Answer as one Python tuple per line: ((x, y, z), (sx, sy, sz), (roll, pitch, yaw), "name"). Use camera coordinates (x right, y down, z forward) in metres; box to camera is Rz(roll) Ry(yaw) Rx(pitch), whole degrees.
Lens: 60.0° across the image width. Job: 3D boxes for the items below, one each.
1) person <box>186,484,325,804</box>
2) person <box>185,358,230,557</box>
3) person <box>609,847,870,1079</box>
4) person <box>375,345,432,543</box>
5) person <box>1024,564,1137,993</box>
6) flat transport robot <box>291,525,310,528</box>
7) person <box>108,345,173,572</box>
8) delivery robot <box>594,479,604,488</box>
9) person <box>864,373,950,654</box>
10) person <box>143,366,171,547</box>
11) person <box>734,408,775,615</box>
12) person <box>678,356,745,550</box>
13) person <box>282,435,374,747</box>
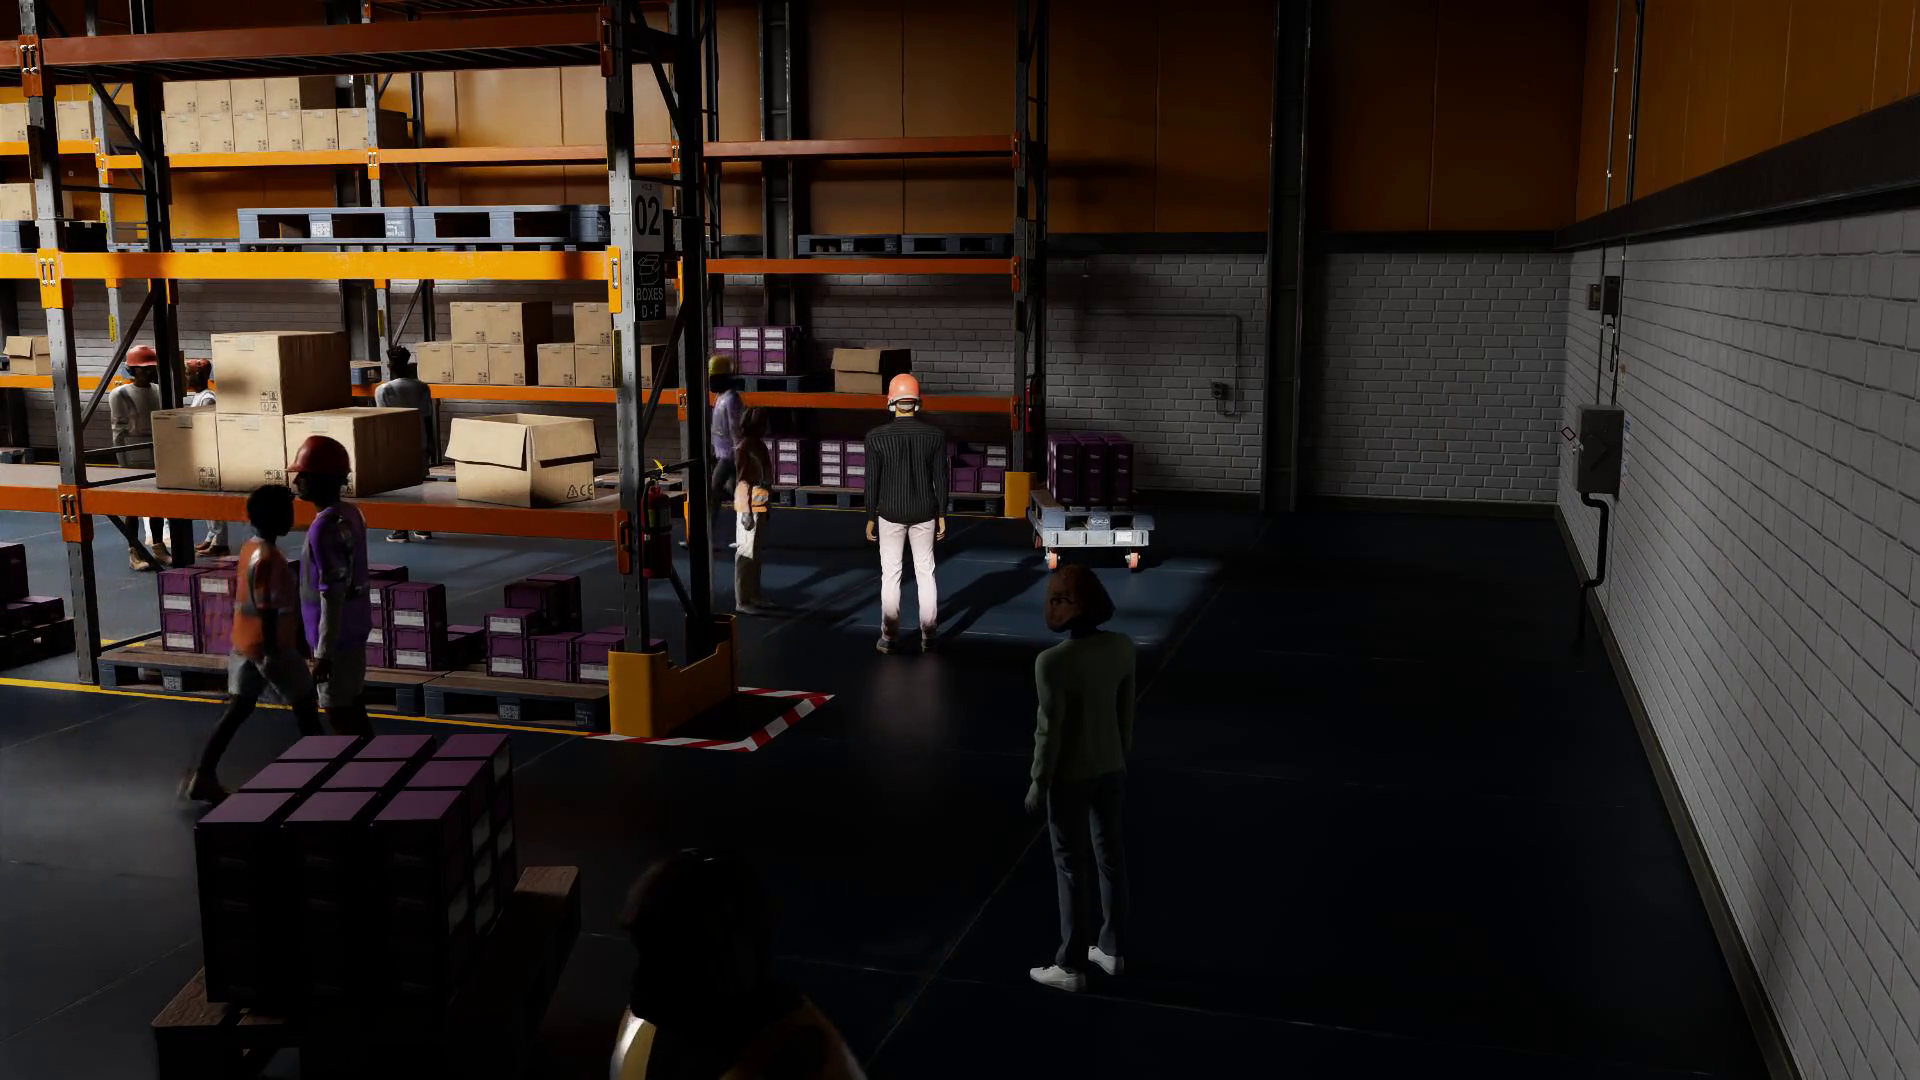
((-3.564, 0.533, 8.522), (0.907, 1.642, 0.535), (-7, 11, -36), "person")
((-7.163, -0.779, 15.799), (0.356, 1.882, 0.573), (-6, 11, -31), "person")
((-0.373, 1.388, 2.764), (0.431, 1.836, 0.632), (-7, 12, -38), "person")
((-5.546, -0.954, 16.606), (0.368, 1.967, 0.600), (8, 12, 40), "person")
((0.460, 0.898, 6.327), (0.499, 1.633, 0.281), (-8, 12, -39), "person")
((-6.501, -0.303, 17.791), (1.431, 0.197, 0.652), (-3, 10, -19), "flat transport robot")
((-7.364, -0.745, 15.095), (0.391, 2.045, 0.608), (5, 11, 28), "person")
((-4.110, -0.520, 17.956), (0.477, 0.478, 0.707), (1, 9, 7), "delivery robot")
((-0.380, -0.181, 11.802), (0.612, 1.997, 0.375), (-2, 9, -11), "person")
((-7.882, -0.847, 16.332), (0.429, 1.842, 0.634), (-8, 12, -41), "person")
((-1.640, -0.233, 13.205), (0.310, 1.638, 0.523), (2, 10, 11), "person")
((-2.362, -0.825, 16.082), (0.913, 1.885, 0.596), (-2, 10, -13), "person")
((-3.046, 0.459, 8.071), (0.352, 1.939, 0.552), (-1, 9, -7), "person")
